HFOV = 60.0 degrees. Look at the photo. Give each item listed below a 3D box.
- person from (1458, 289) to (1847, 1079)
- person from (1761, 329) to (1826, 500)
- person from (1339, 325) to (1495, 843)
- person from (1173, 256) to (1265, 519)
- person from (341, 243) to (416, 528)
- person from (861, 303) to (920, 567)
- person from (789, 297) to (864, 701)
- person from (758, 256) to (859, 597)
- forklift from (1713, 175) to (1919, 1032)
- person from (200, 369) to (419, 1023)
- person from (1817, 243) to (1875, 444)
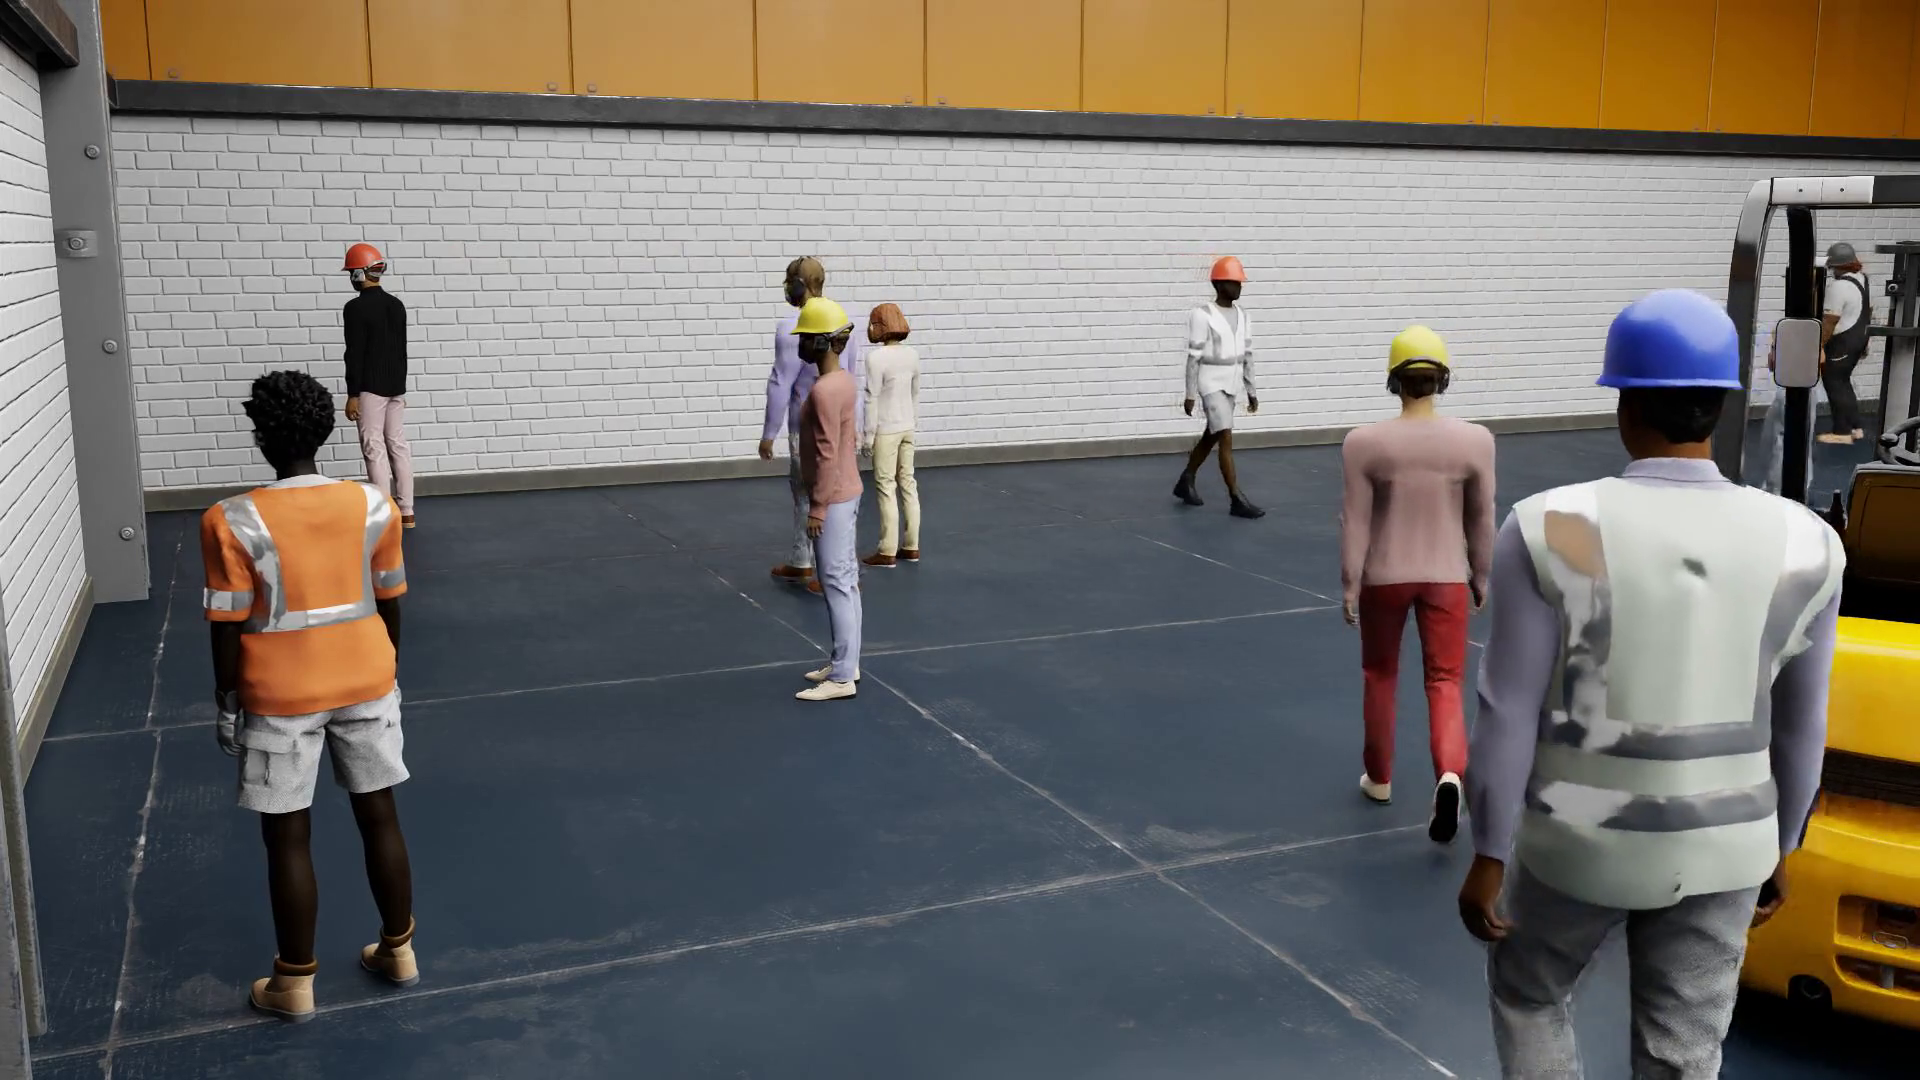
[{"bbox_3d":[1.215,0.525,3.000,0.648,1.931,0.481,1,10,3],"label":"person"},{"bbox_3d":[4.216,-0.281,8.355,0.775,1.607,0.505,6,12,32],"label":"person"},{"bbox_3d":[1.563,0.140,5.682,0.530,1.737,0.773,2,10,9],"label":"person"},{"bbox_3d":[1.907,-1.144,12.328,0.554,1.899,0.991,-8,13,-37],"label":"person"},{"bbox_3d":[-4.028,-1.035,11.458,0.402,1.988,0.613,3,11,15],"label":"person"},{"bbox_3d":[-0.427,-0.648,10.315,0.270,1.627,0.502,7,12,34],"label":"person"},{"bbox_3d":[-0.588,-0.176,7.332,0.313,1.768,0.528,1,10,4],"label":"person"},{"bbox_3d":[-0.919,-0.632,9.412,0.800,1.911,0.647,5,12,27],"label":"person"},{"bbox_3d":[2.810,0.094,4.662,1.214,2.155,2.313,7,12,34],"label":"forklift"},{"bbox_3d":[-1.689,0.403,4.359,0.322,1.690,0.532,10,14,44],"label":"person"},{"bbox_3d":[8.654,-1.963,16.419,0.765,2.000,0.540,-9,13,-40],"label":"person"}]
